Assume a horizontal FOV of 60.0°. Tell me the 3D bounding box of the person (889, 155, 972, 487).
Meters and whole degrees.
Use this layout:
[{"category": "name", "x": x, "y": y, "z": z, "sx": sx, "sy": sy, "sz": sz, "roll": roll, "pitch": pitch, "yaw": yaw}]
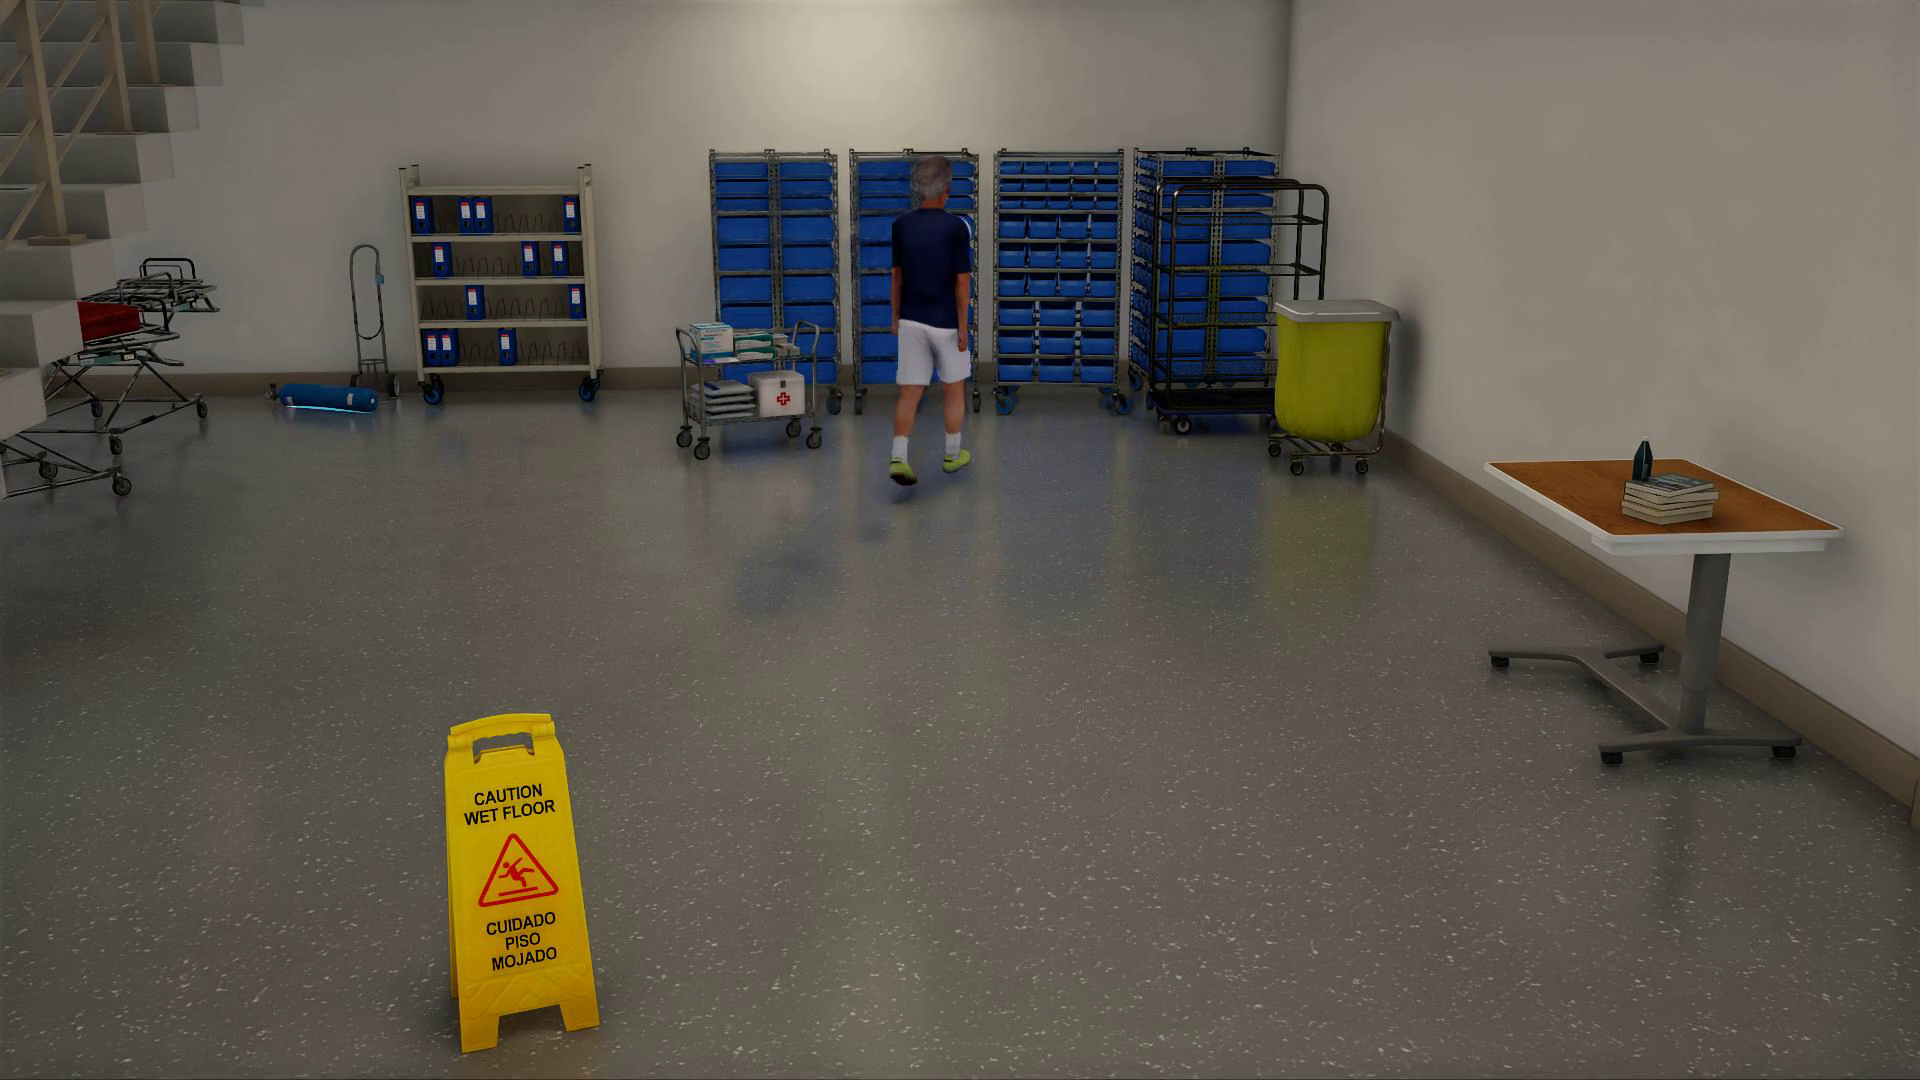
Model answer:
[{"category": "person", "x": -0.192, "y": -1.170, "z": 9.182, "sx": 0.955, "sy": 1.801, "sz": 1.244, "roll": 5, "pitch": 16, "yaw": 17}]
